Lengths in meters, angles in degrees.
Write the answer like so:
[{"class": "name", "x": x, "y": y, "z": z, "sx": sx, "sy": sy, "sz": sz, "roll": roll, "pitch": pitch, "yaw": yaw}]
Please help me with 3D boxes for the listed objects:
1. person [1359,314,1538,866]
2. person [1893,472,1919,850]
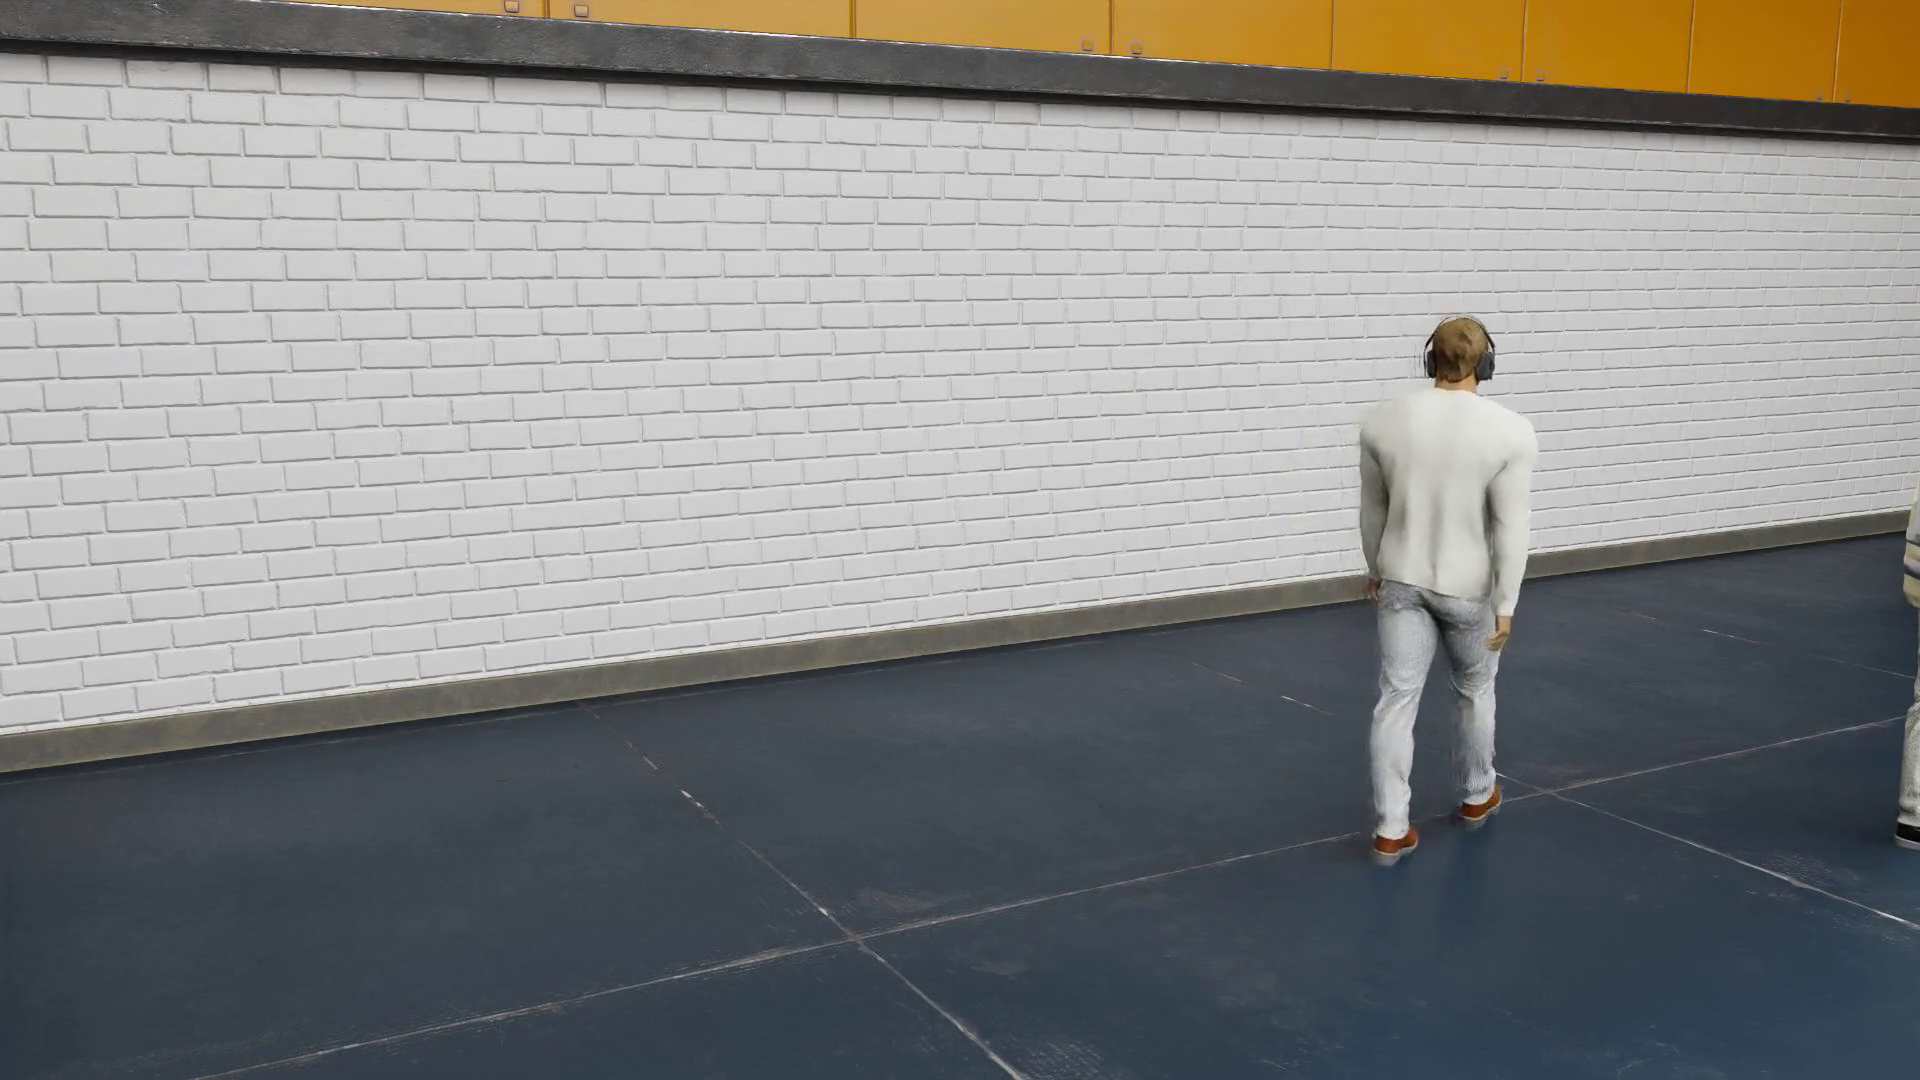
[{"class": "person", "x": 1.739, "y": 0.156, "z": 5.951, "sx": 0.649, "sy": 1.901, "sz": 0.948, "roll": 6, "pitch": 12, "yaw": 31}, {"class": "person", "x": 3.581, "y": 0.204, "z": 5.911, "sx": 0.403, "sy": 1.825, "sz": 0.597, "roll": 8, "pitch": 12, "yaw": 37}]
